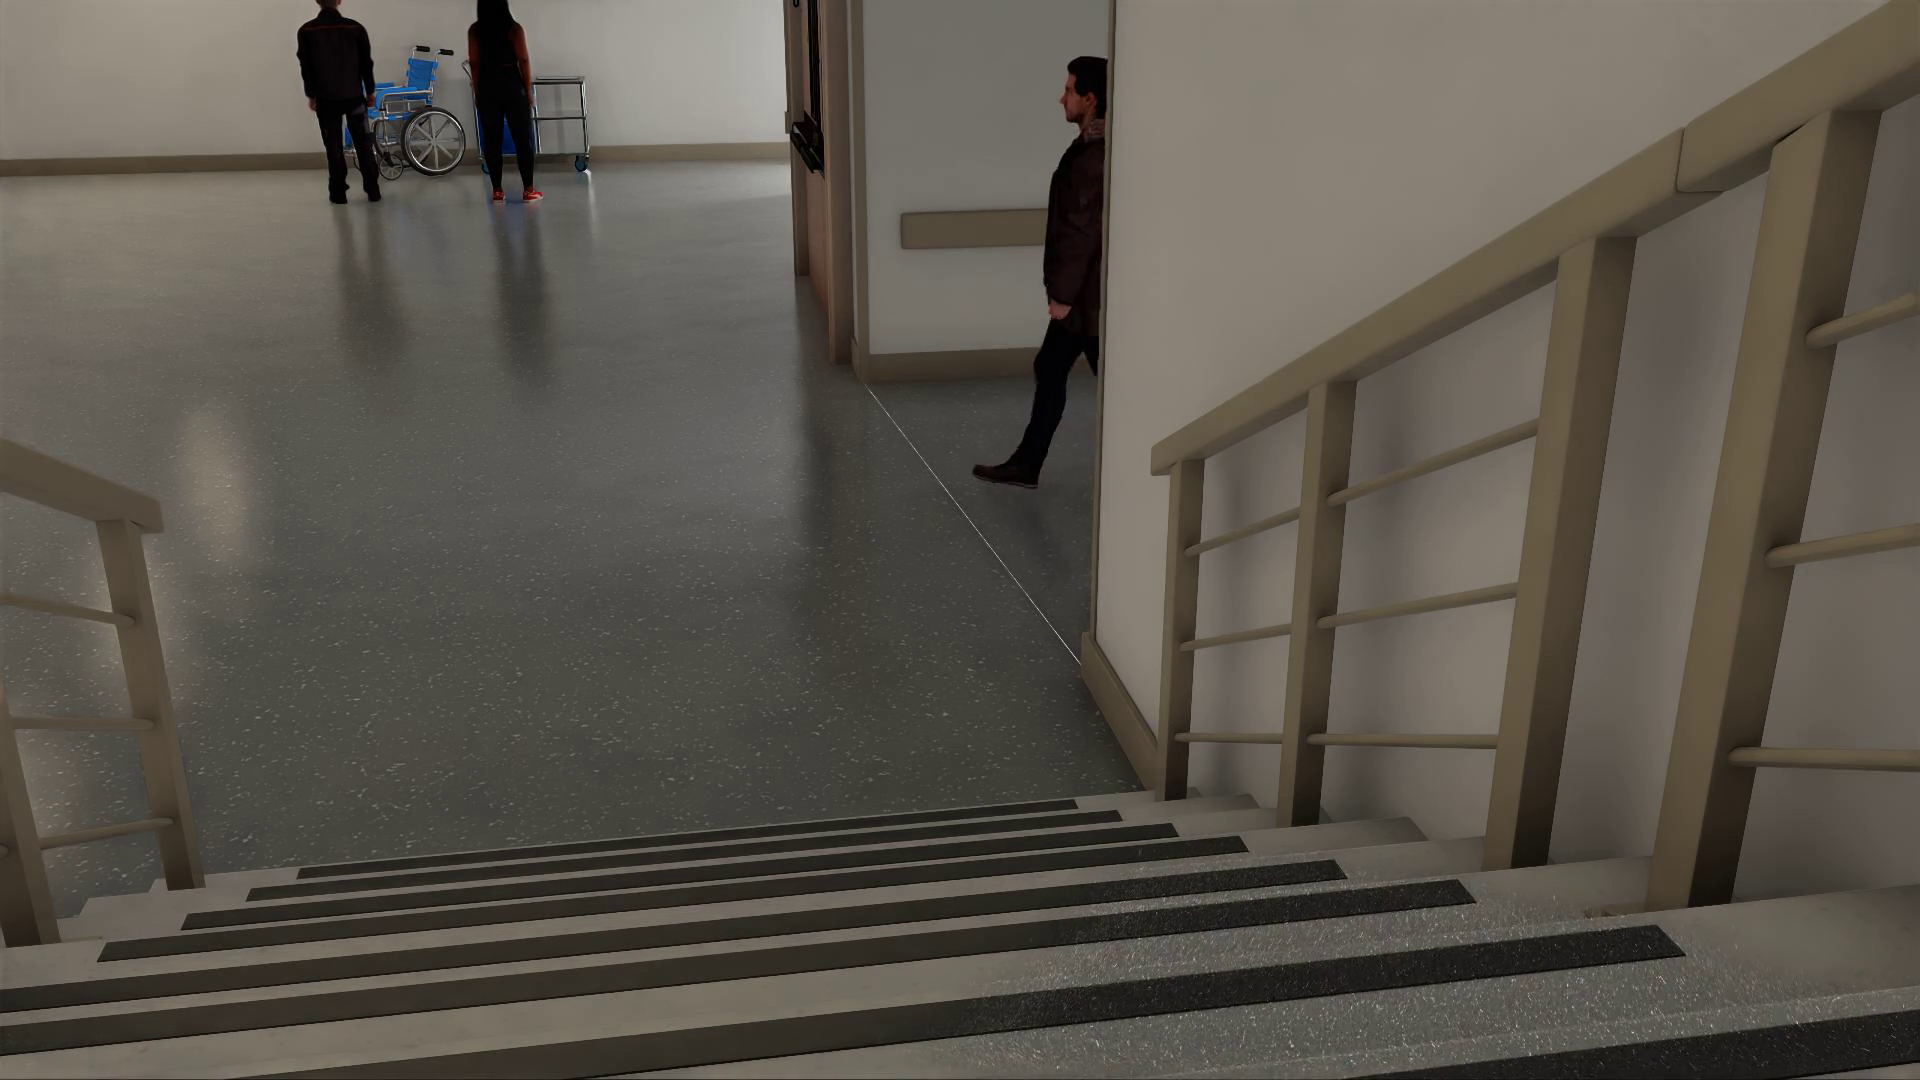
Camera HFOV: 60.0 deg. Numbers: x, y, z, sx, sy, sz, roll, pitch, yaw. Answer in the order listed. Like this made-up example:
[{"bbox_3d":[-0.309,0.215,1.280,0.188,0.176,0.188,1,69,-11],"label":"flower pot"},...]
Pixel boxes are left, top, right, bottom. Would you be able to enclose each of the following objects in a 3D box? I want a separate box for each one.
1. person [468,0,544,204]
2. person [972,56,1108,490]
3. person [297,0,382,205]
[{"bbox_3d":[-3.912,-3.818,14.226,0.691,1.814,0.656,-1,21,-2],"label":"person"},{"bbox_3d":[0.630,-1.007,6.819,1.021,1.804,1.194,2,21,6],"label":"person"},{"bbox_3d":[-5.283,-3.830,14.189,0.822,1.863,0.715,-9,23,-23],"label":"person"}]
